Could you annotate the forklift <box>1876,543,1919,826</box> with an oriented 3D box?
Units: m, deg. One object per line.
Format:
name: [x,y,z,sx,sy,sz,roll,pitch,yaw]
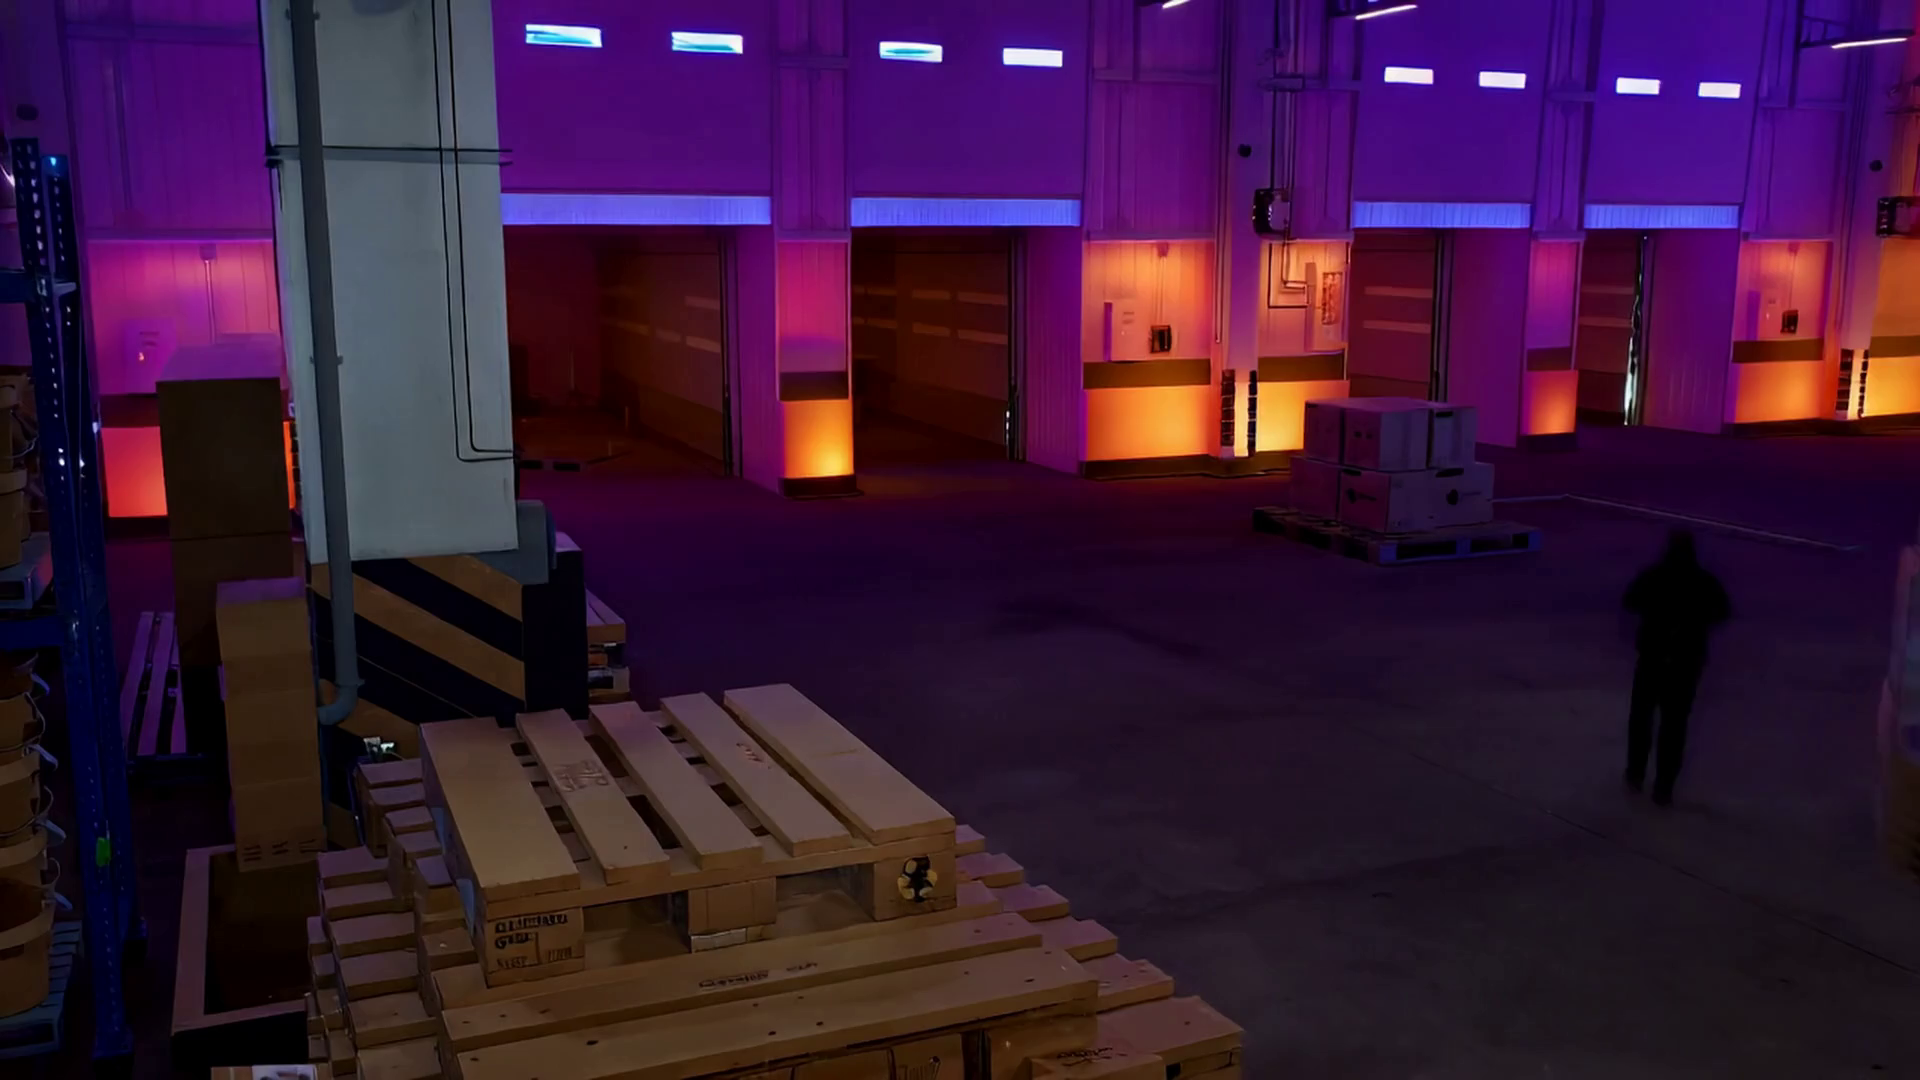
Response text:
forklift: [5.205,-0.147,7.997,1.129,2.768,1.873,5,11,25]
